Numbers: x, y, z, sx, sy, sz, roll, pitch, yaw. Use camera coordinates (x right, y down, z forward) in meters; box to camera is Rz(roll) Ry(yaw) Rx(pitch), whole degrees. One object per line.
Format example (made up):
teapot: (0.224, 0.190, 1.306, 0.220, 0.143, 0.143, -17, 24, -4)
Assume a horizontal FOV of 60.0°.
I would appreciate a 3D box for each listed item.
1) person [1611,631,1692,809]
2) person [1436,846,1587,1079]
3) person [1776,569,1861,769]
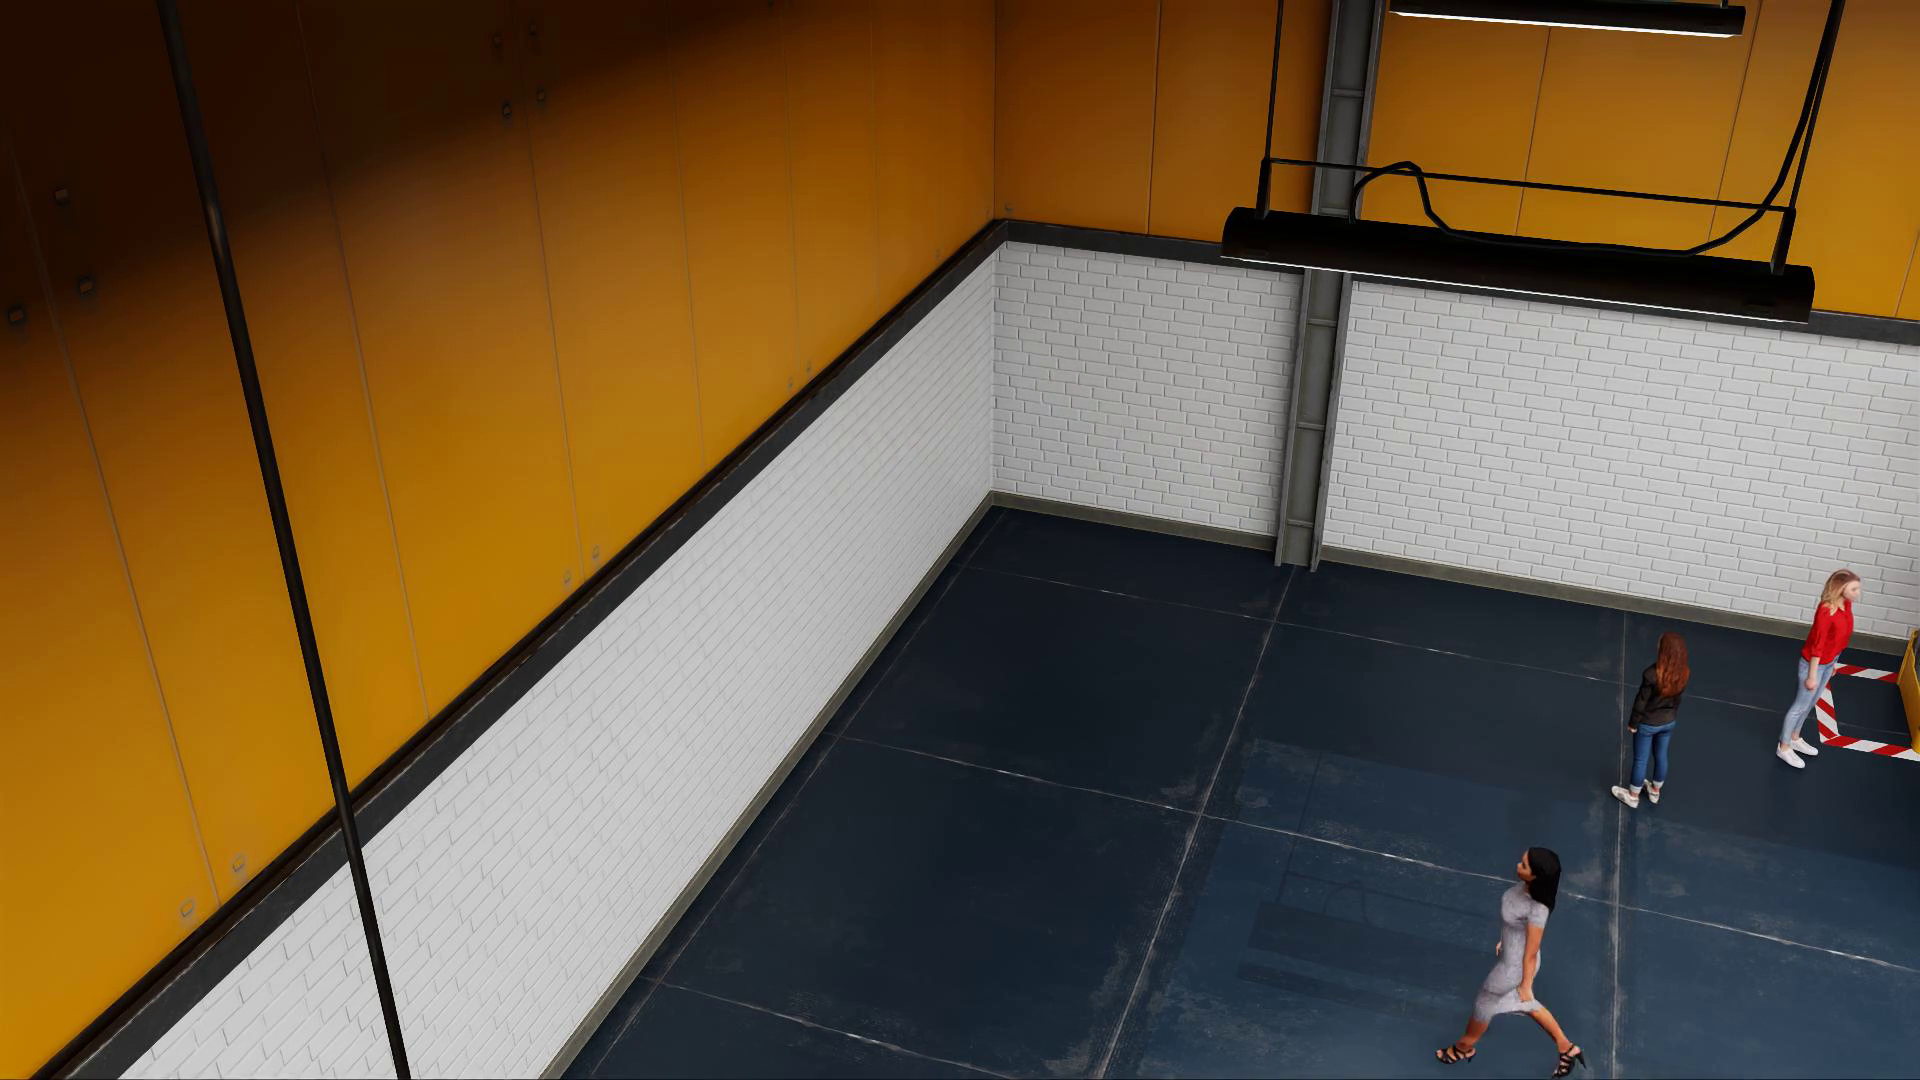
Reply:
person: (5.236, 1.344, 12.495, 0.605, 1.480, 0.685, -9, 30, -16)
person: (3.430, 2.573, 9.963, 1.084, 1.747, 0.603, 9, 30, 17)
person: (6.682, 0.969, 12.948, 0.686, 1.705, 0.670, -24, 36, -36)
